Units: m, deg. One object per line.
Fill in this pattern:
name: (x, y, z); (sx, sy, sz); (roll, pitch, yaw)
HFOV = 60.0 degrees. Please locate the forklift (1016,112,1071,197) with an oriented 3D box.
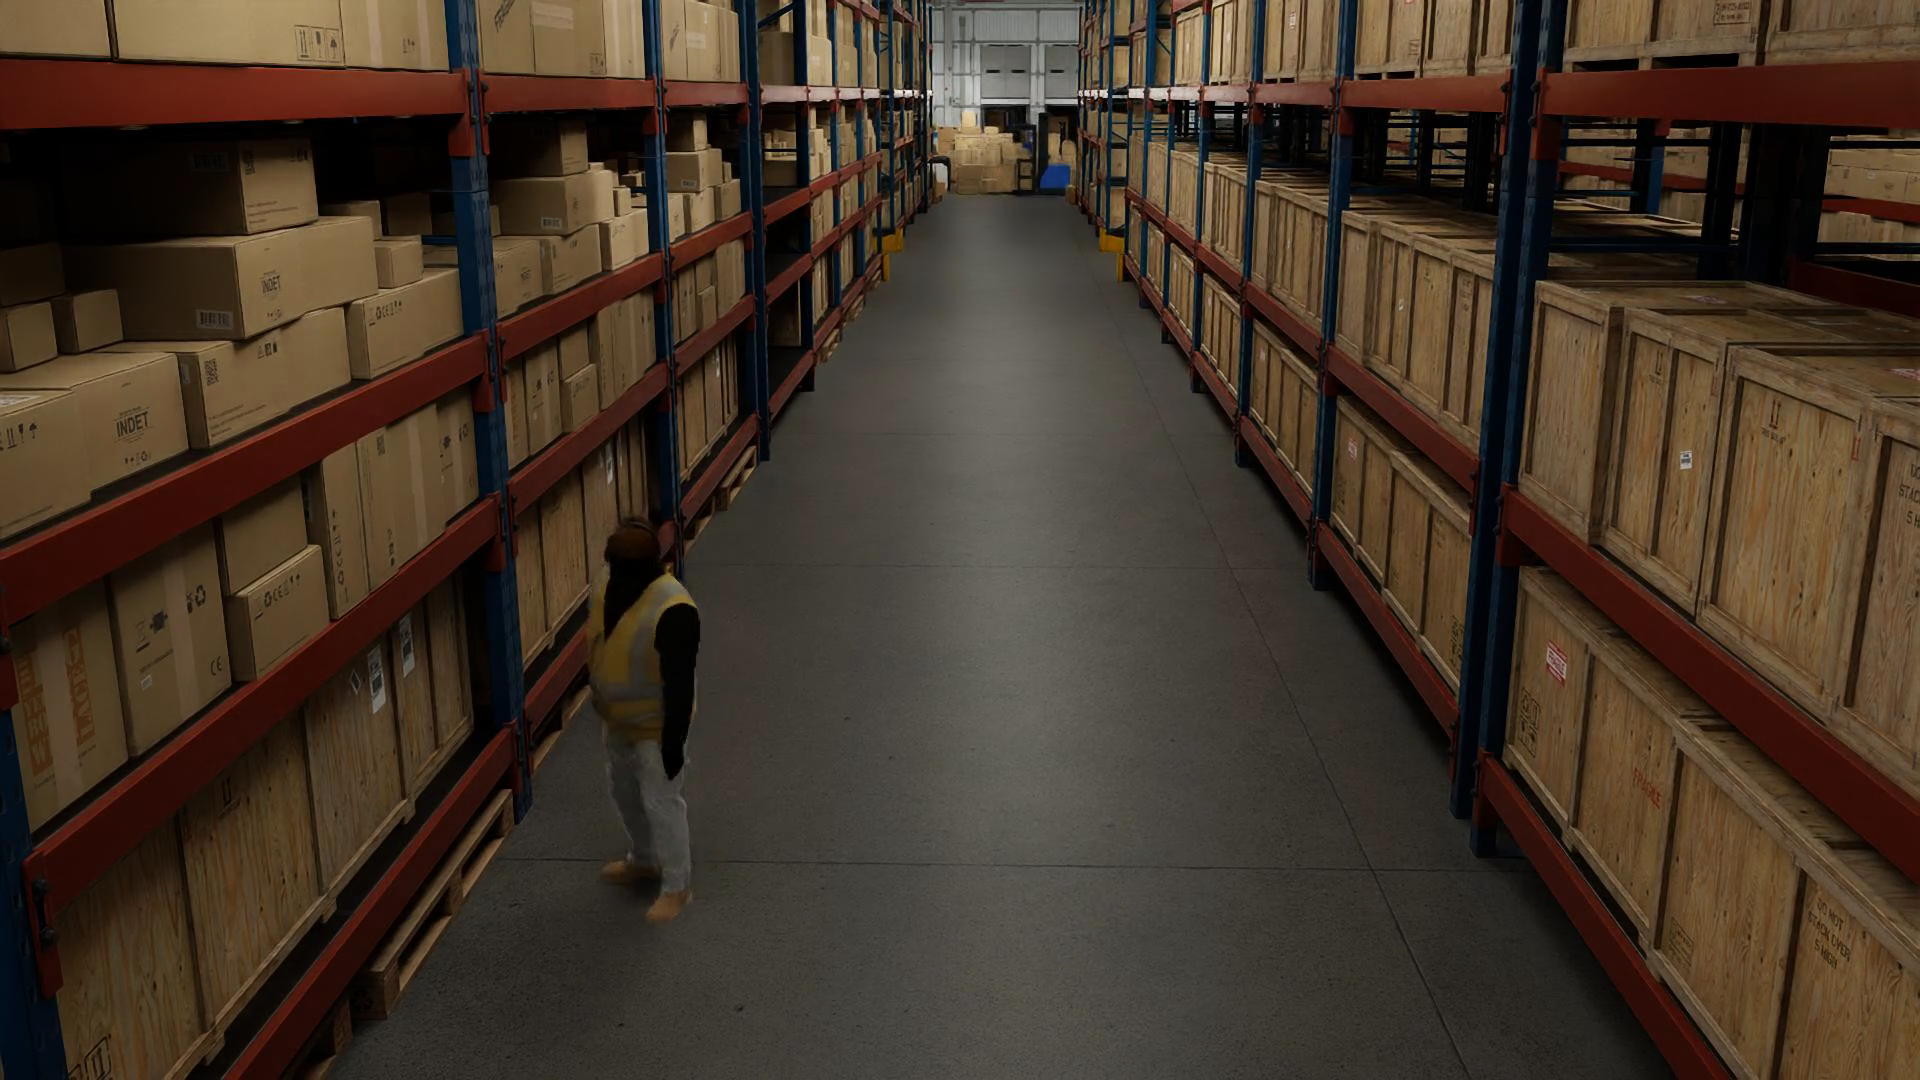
forklift: (2.864, -13.167, 56.781); (1.873, 2.768, 1.129); (0, 15, 2)

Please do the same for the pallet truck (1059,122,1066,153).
pallet truck: (5.788, -21.111, 88.014); (1.885, 1.965, 0.823); (5, 16, 18)

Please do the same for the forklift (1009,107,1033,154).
forklift: (2.728, -19.831, 81.578); (1.873, 2.768, 1.129); (8, 17, 27)

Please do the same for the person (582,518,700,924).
person: (-1.328, 0.757, 7.023); (0.680, 1.803, 0.466); (15, 21, 43)

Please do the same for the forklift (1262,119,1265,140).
forklift: (7.859, -9.607, 43.536); (1.873, 2.768, 1.129); (0, 15, 2)
